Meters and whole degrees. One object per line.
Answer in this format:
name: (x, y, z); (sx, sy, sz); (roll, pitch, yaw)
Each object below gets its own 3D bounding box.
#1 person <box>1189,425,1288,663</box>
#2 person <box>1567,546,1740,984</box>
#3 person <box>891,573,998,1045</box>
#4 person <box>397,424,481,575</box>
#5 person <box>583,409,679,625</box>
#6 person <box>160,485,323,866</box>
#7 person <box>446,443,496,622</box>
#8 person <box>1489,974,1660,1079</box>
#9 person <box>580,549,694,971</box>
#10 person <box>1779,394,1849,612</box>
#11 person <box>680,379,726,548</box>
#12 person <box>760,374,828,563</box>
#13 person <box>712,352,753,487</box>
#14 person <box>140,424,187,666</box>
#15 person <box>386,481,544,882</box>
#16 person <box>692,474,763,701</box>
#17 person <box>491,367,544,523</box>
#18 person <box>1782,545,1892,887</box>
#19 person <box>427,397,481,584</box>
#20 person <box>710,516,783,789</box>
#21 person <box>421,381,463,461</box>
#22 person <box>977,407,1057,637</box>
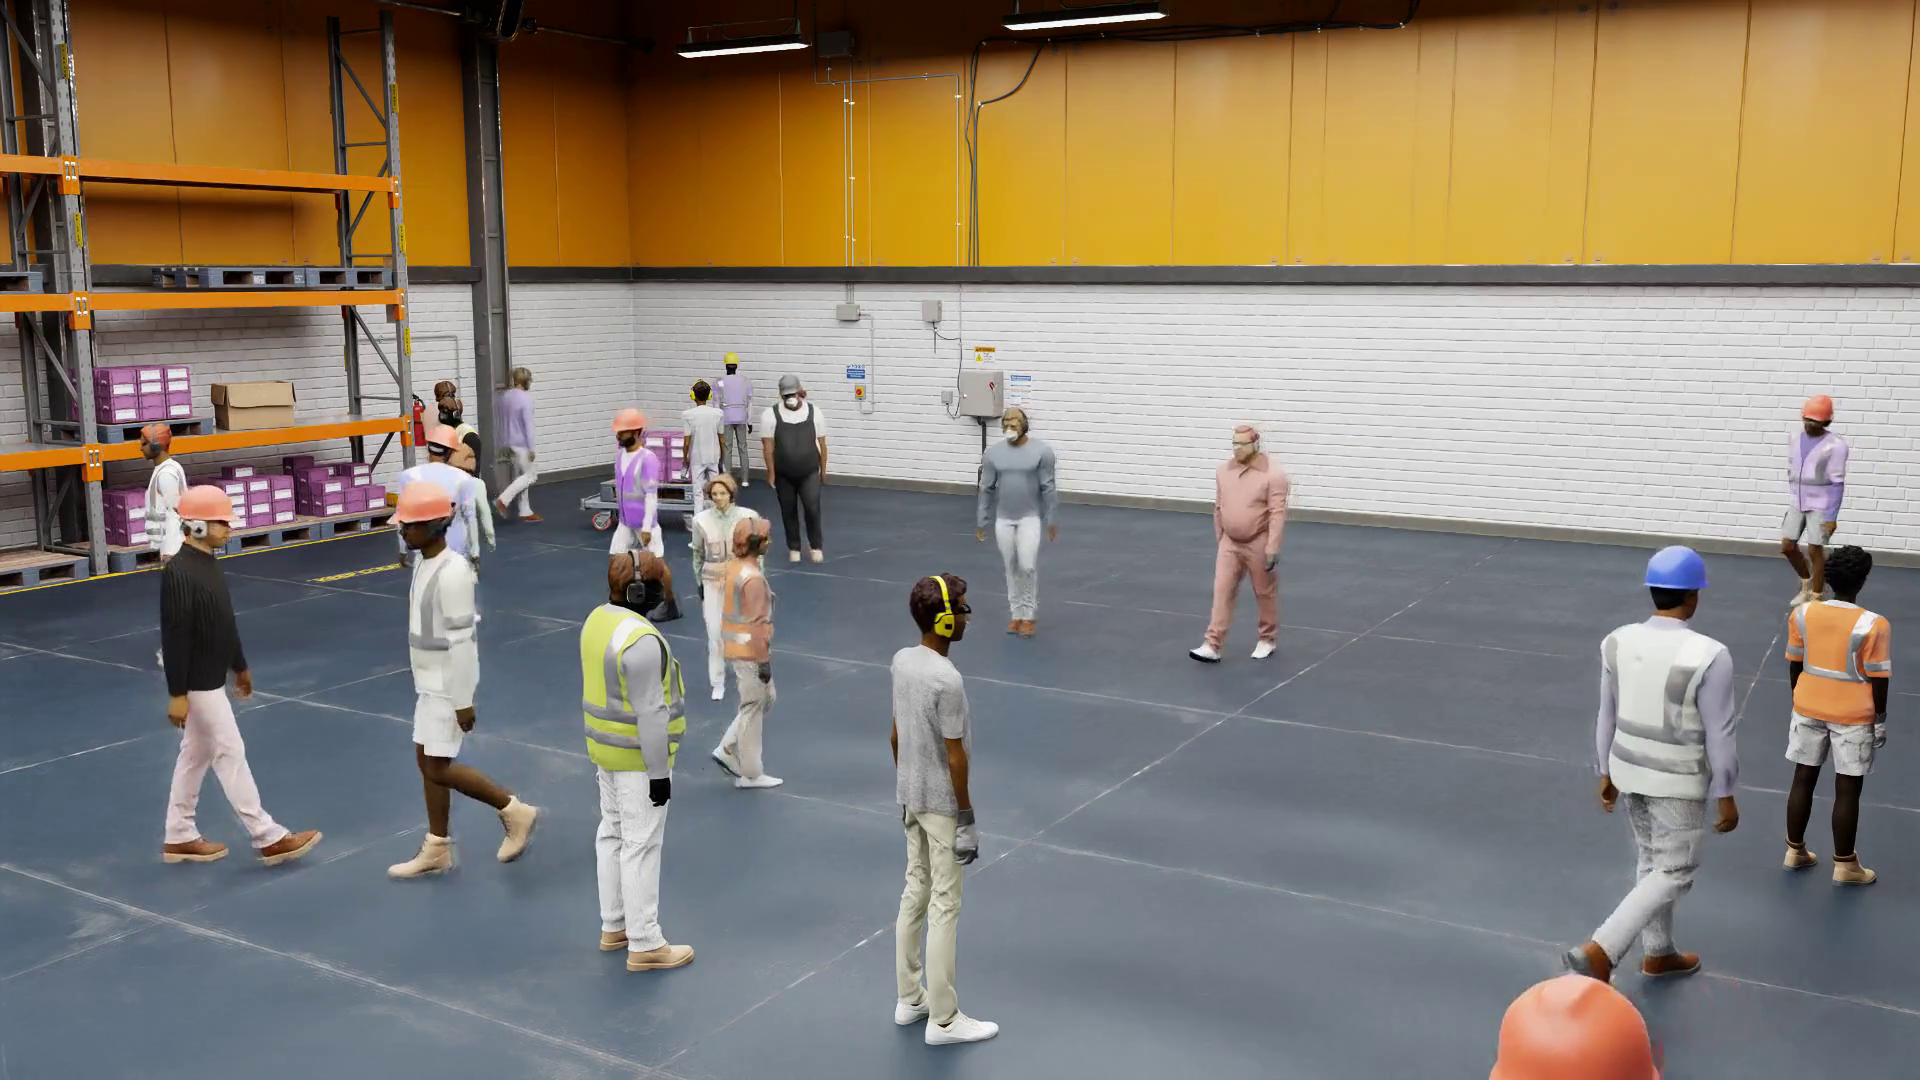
person: (2.184, 0.047, 12.869); (0.665, 1.857, 0.970); (7, 12, 38)
person: (2.853, 0.982, 6.881); (0.828, 1.920, 0.618); (-4, 10, -24)
person: (-0.084, 1.058, 6.582); (0.328, 1.861, 0.514); (-6, 11, -32)
person: (-4.008, 0.054, 12.838); (0.585, 1.881, 0.886); (-5, 10, -29)
person: (-2.791, -0.174, 14.203); (0.561, 1.884, 0.980); (7, 12, 39)
person: (-3.734, 0.697, 8.501); (0.829, 1.959, 0.648); (-2, 9, -12)
person: (-4.170, -0.017, 14.080); (0.522, 1.602, 0.726); (3, 10, 18)
person: (0.971, 1.638, 2.774); (0.586, 1.916, 0.546); (-8, 12, -42)
person: (-1.418, 0.951, 7.309); (0.429, 1.841, 0.634); (-6, 11, -33)
person: (7.483, -0.295, 14.626); (0.628, 1.989, 0.657); (-4, 10, -22)
person: (-2.831, -0.832, 18.339); (0.519, 1.874, 0.331); (-5, 10, -26)
person: (-1.719, -0.757, 17.344); (0.699, 2.000, 0.693); (-1, 9, -9)
person: (-3.211, -1.689, 23.517); (0.587, 1.928, 0.363); (-4, 10, -21)
person: (-6.126, 0.034, 12.898); (0.339, 1.882, 0.581); (-4, 10, -24)
person: (-2.532, 0.699, 8.307); (0.658, 2.024, 0.619); (-5, 10, -27)
person: (-1.681, 0.301, 12.099); (0.513, 1.606, 0.767); (-1, 9, -4)
person: (-5.374, -1.131, 20.078); (0.632, 1.917, 0.654); (-9, 13, -44)
person: (4.363, 0.866, 8.279); (0.318, 1.700, 0.535); (-5, 10, -30)
person: (-4.939, -0.473, 16.187); (0.626, 1.846, 0.429); (6, 11, 31)
person: (-1.211, 0.665, 9.736); (0.363, 1.625, 0.539); (-3, 10, -18)
person: (-5.774, -0.869, 18.718); (0.620, 1.833, 0.429); (7, 12, 39)
person: (0.441, -0.141, 13.866); (0.666, 1.921, 0.631); (4, 10, 21)
